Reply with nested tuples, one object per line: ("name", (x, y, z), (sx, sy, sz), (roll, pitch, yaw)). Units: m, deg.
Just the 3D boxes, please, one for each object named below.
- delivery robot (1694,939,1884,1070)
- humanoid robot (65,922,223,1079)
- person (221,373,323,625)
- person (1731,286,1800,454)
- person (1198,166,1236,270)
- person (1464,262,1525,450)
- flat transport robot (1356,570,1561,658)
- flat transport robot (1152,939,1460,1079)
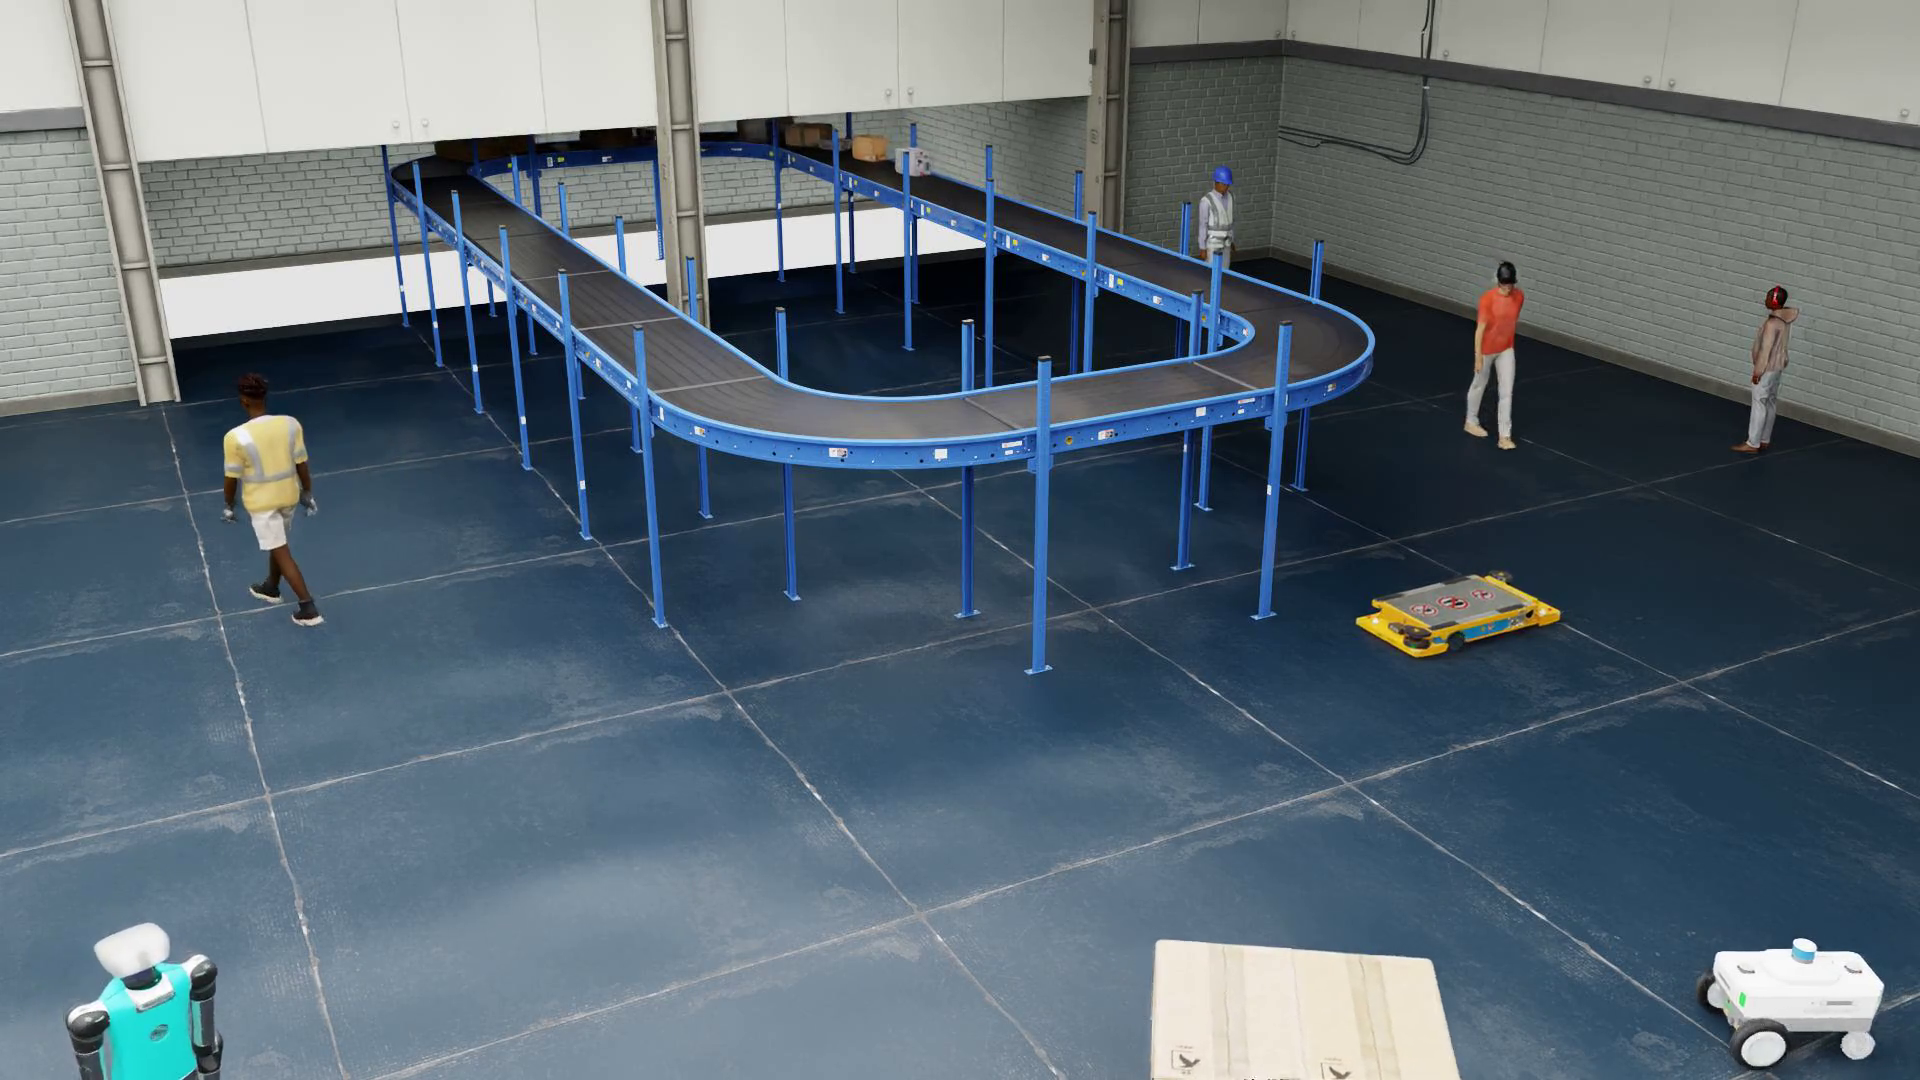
("delivery robot", (4.023, 2.197, 8.038), (0.766, 0.575, 0.499), (0, 22, 0))
("humanoid robot", (-3.265, 2.202, 6.524), (0.918, 1.805, 0.560), (17, 28, 36))
("person", (-5.183, -0.319, 12.472), (0.970, 1.912, 0.608), (13, 26, 30))
("person", (7.824, -1.643, 16.101), (0.326, 1.648, 0.463), (20, 30, 41))
("person", (3.225, -3.717, 20.850), (0.618, 1.934, 0.412), (-18, 28, -37))
("person", (5.244, -1.816, 16.254), (0.476, 1.845, 0.970), (-3, 22, -8))
("flat transport robot", (3.755, 0.553, 12.509), (1.431, 0.231, 0.659), (-11, 25, -26))
("flat transport robot", (1.454, 2.635, 7.363), (0.659, 0.231, 1.431), (3, 22, 6))
